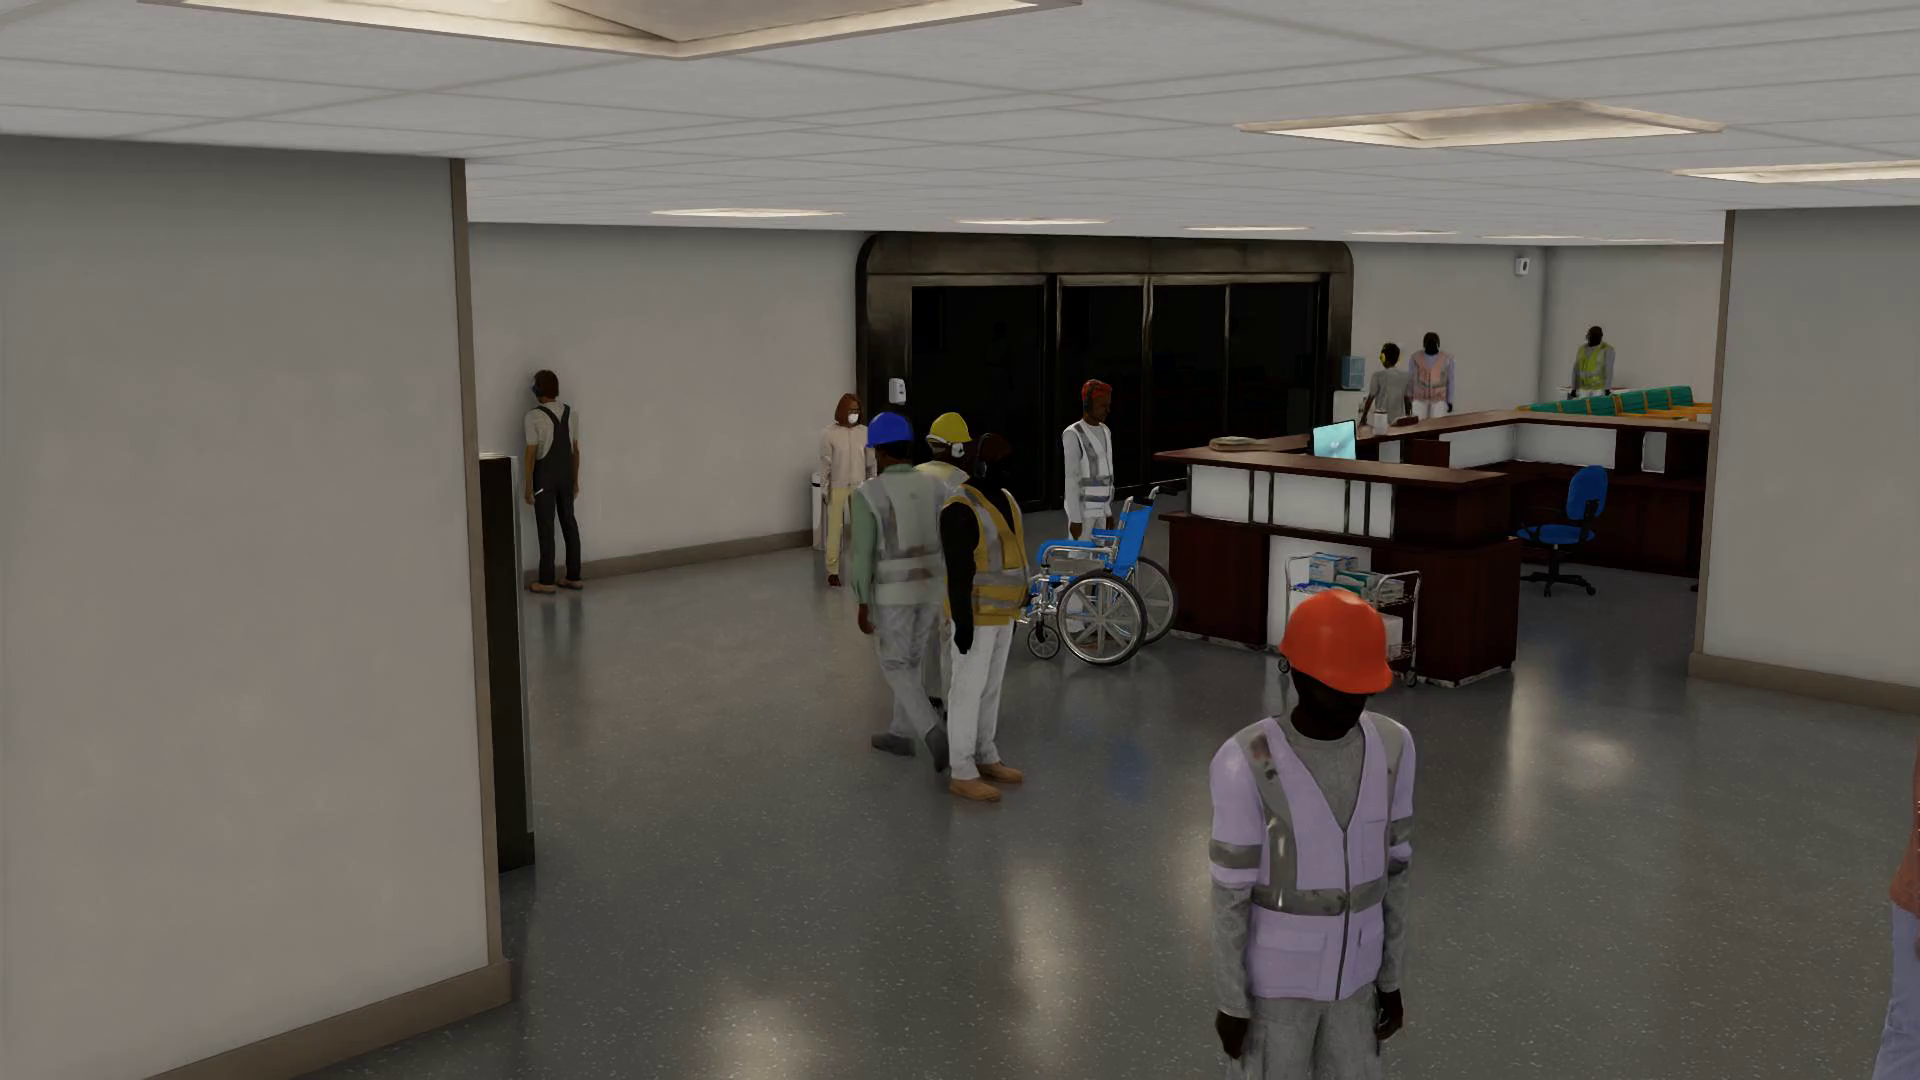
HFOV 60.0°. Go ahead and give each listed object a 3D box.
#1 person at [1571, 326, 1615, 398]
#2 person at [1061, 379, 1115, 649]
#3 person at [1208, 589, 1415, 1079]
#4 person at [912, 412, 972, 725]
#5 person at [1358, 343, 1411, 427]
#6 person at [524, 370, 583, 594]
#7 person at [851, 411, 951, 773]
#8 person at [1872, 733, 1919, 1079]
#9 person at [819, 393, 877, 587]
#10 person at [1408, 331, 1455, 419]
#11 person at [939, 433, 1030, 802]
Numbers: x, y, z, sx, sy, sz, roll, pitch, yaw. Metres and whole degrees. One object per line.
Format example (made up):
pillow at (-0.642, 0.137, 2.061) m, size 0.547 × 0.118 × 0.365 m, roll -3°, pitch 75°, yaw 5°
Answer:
person at (9.337, -2.243, 24.541) m, size 0.439 × 1.828 × 0.699 m, roll -7°, pitch 11°, yaw -35°
person at (0.922, -0.192, 11.756) m, size 0.356 × 1.887 × 0.572 m, roll 5°, pitch 11°, yaw 29°
person at (0.866, 1.053, 4.040) m, size 0.541 × 1.921 × 0.414 m, roll -3°, pitch 10°, yaw -20°
person at (-0.085, 0.163, 9.788) m, size 0.405 × 1.823 × 0.588 m, roll -9°, pitch 13°, yaw -44°
person at (4.794, -1.315, 18.860) m, size 0.515 × 1.822 × 0.969 m, roll -4°, pitch 10°, yaw -23°
person at (-3.339, -0.476, 13.647) m, size 0.338 × 1.838 × 0.506 m, roll 8°, pitch 12°, yaw 40°
person at (-0.243, 0.283, 8.787) m, size 0.634 × 1.911 × 0.828 m, roll -7°, pitch 11°, yaw -36°
person at (2.793, 1.030, 4.635) m, size 0.526 × 1.769 × 0.328 m, roll -8°, pitch 12°, yaw -40°
person at (-0.934, -0.419, 13.964) m, size 0.504 × 1.627 × 0.285 m, roll -4°, pitch 10°, yaw -22°
person at (6.344, -1.901, 22.448) m, size 0.632 × 1.828 × 0.474 m, roll 3°, pitch 10°, yaw 20°
person at (0.136, 0.376, 8.414) m, size 0.430 × 1.843 × 0.625 m, roll 4°, pitch 10°, yaw 25°
